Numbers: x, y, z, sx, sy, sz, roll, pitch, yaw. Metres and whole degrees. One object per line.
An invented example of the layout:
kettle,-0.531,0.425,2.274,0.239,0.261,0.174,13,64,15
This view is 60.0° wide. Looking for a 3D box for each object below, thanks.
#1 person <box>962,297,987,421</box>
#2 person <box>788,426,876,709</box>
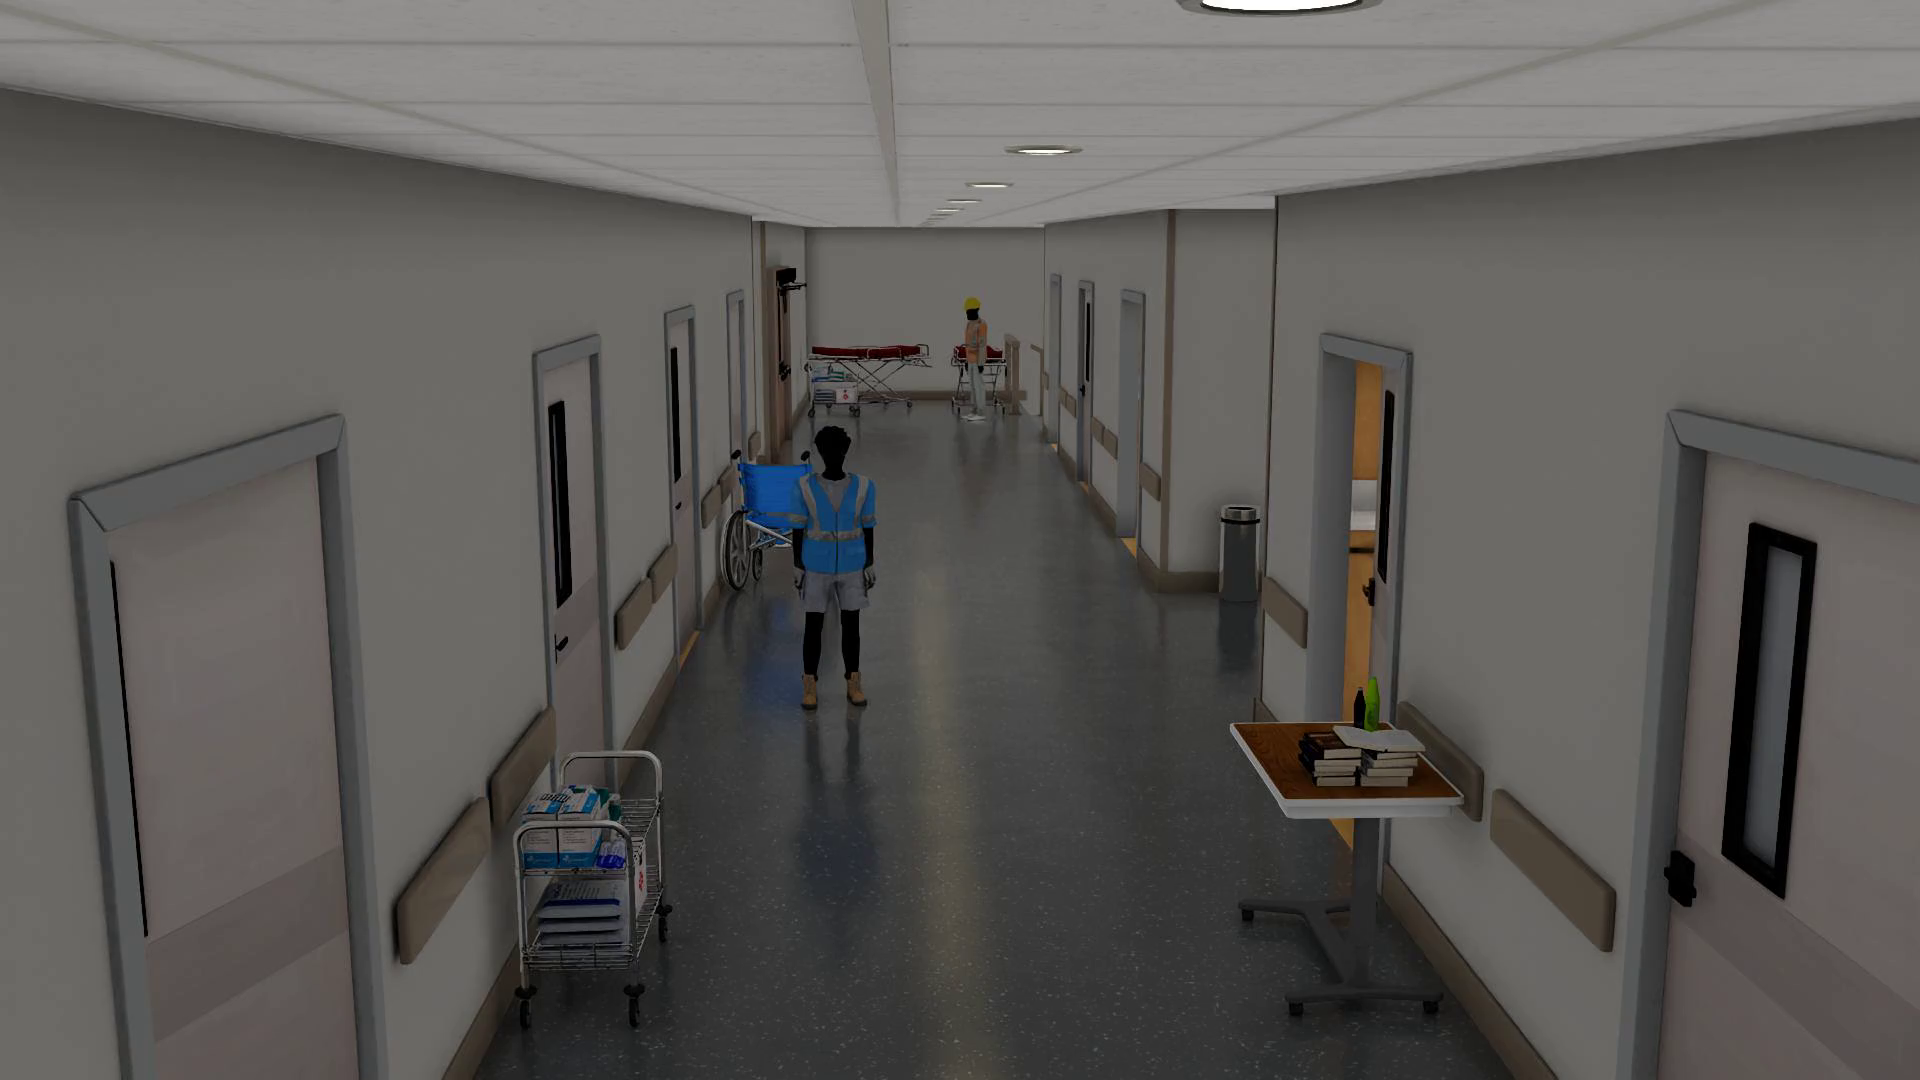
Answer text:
person,0.221,-2.809,25.852,0.398,1.918,0.587,-4,11,-22
person,-0.753,0.162,9.918,0.532,1.696,0.319,-2,10,-13
